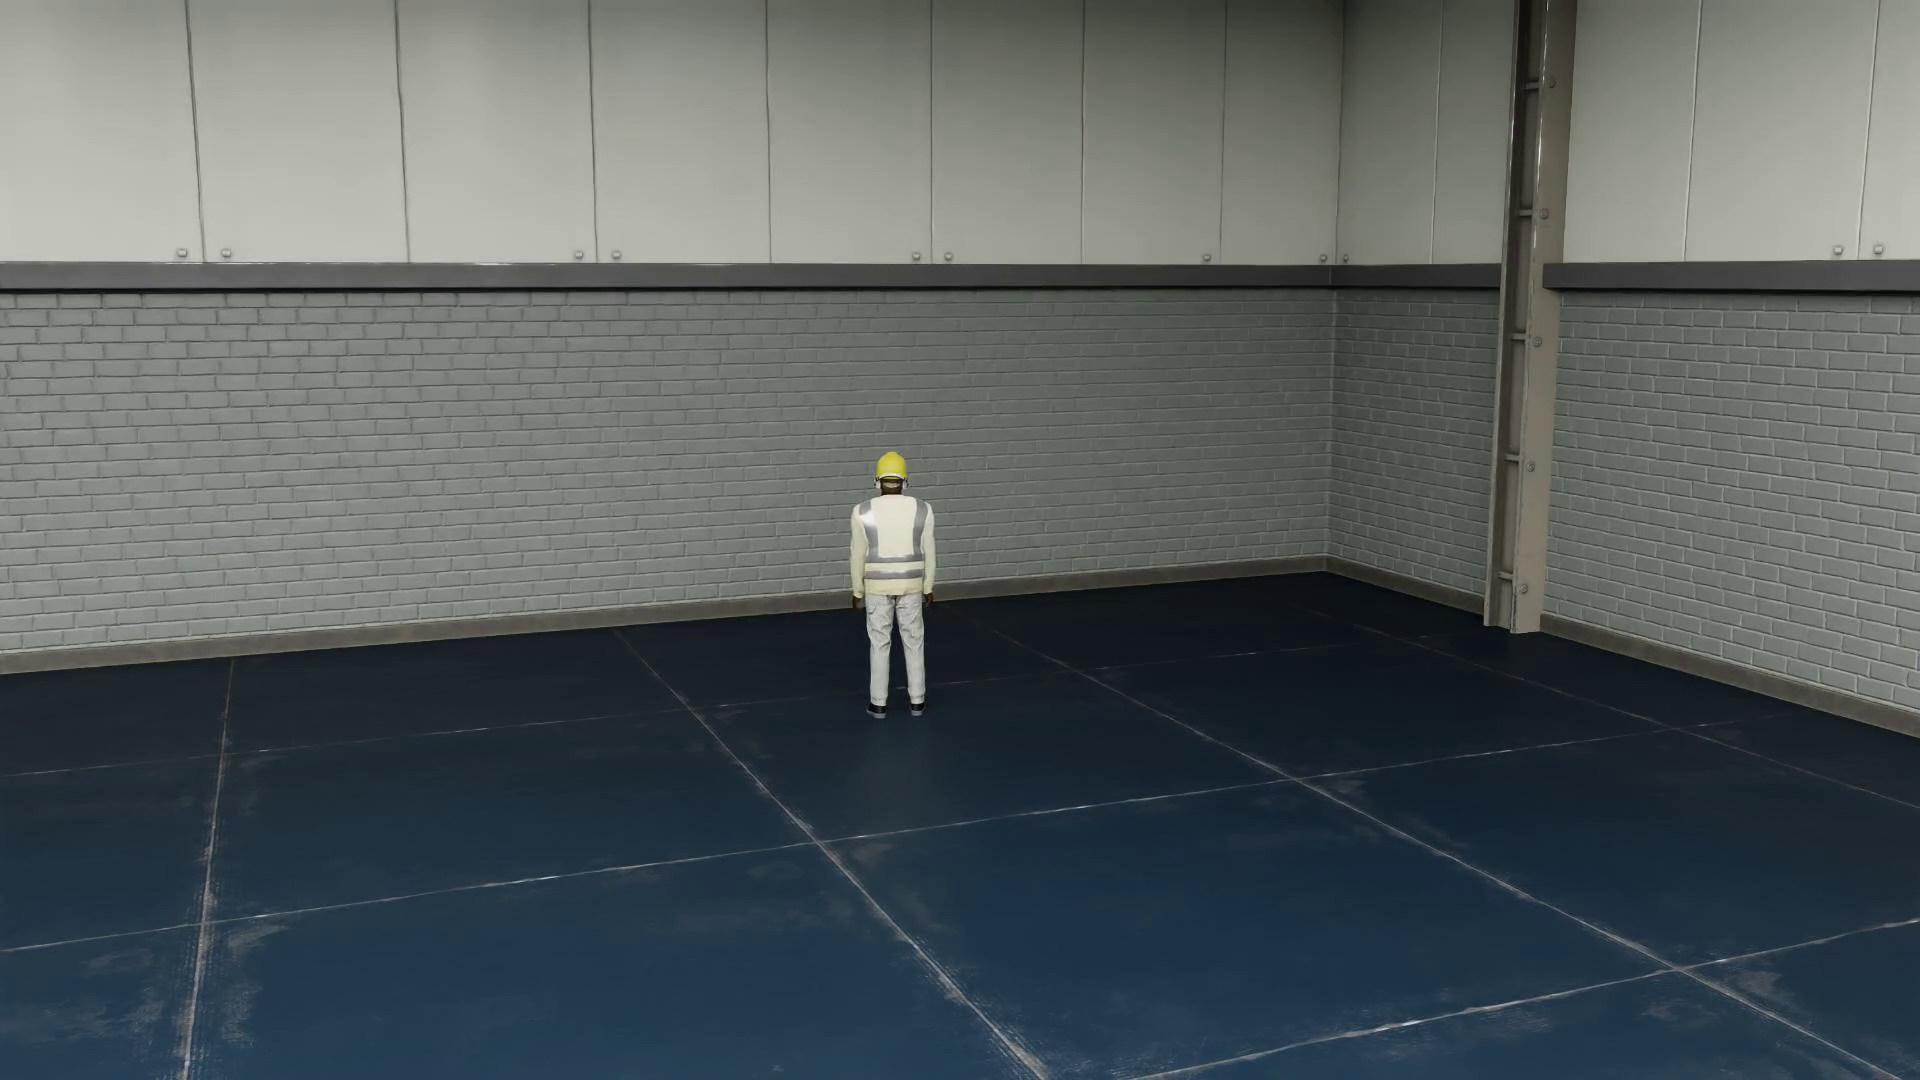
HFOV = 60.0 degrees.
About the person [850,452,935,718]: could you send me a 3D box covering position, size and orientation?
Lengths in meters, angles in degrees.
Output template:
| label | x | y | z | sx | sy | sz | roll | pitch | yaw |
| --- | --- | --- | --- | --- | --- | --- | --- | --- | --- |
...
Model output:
| label | x | y | z | sx | sy | sz | roll | pitch | yaw |
| --- | --- | --- | --- | --- | --- | --- | --- | --- | --- |
| person | -0.464 | 0.311 | 11.414 | 0.591 | 1.834 | 0.404 | -2 | 9 | -10 |
